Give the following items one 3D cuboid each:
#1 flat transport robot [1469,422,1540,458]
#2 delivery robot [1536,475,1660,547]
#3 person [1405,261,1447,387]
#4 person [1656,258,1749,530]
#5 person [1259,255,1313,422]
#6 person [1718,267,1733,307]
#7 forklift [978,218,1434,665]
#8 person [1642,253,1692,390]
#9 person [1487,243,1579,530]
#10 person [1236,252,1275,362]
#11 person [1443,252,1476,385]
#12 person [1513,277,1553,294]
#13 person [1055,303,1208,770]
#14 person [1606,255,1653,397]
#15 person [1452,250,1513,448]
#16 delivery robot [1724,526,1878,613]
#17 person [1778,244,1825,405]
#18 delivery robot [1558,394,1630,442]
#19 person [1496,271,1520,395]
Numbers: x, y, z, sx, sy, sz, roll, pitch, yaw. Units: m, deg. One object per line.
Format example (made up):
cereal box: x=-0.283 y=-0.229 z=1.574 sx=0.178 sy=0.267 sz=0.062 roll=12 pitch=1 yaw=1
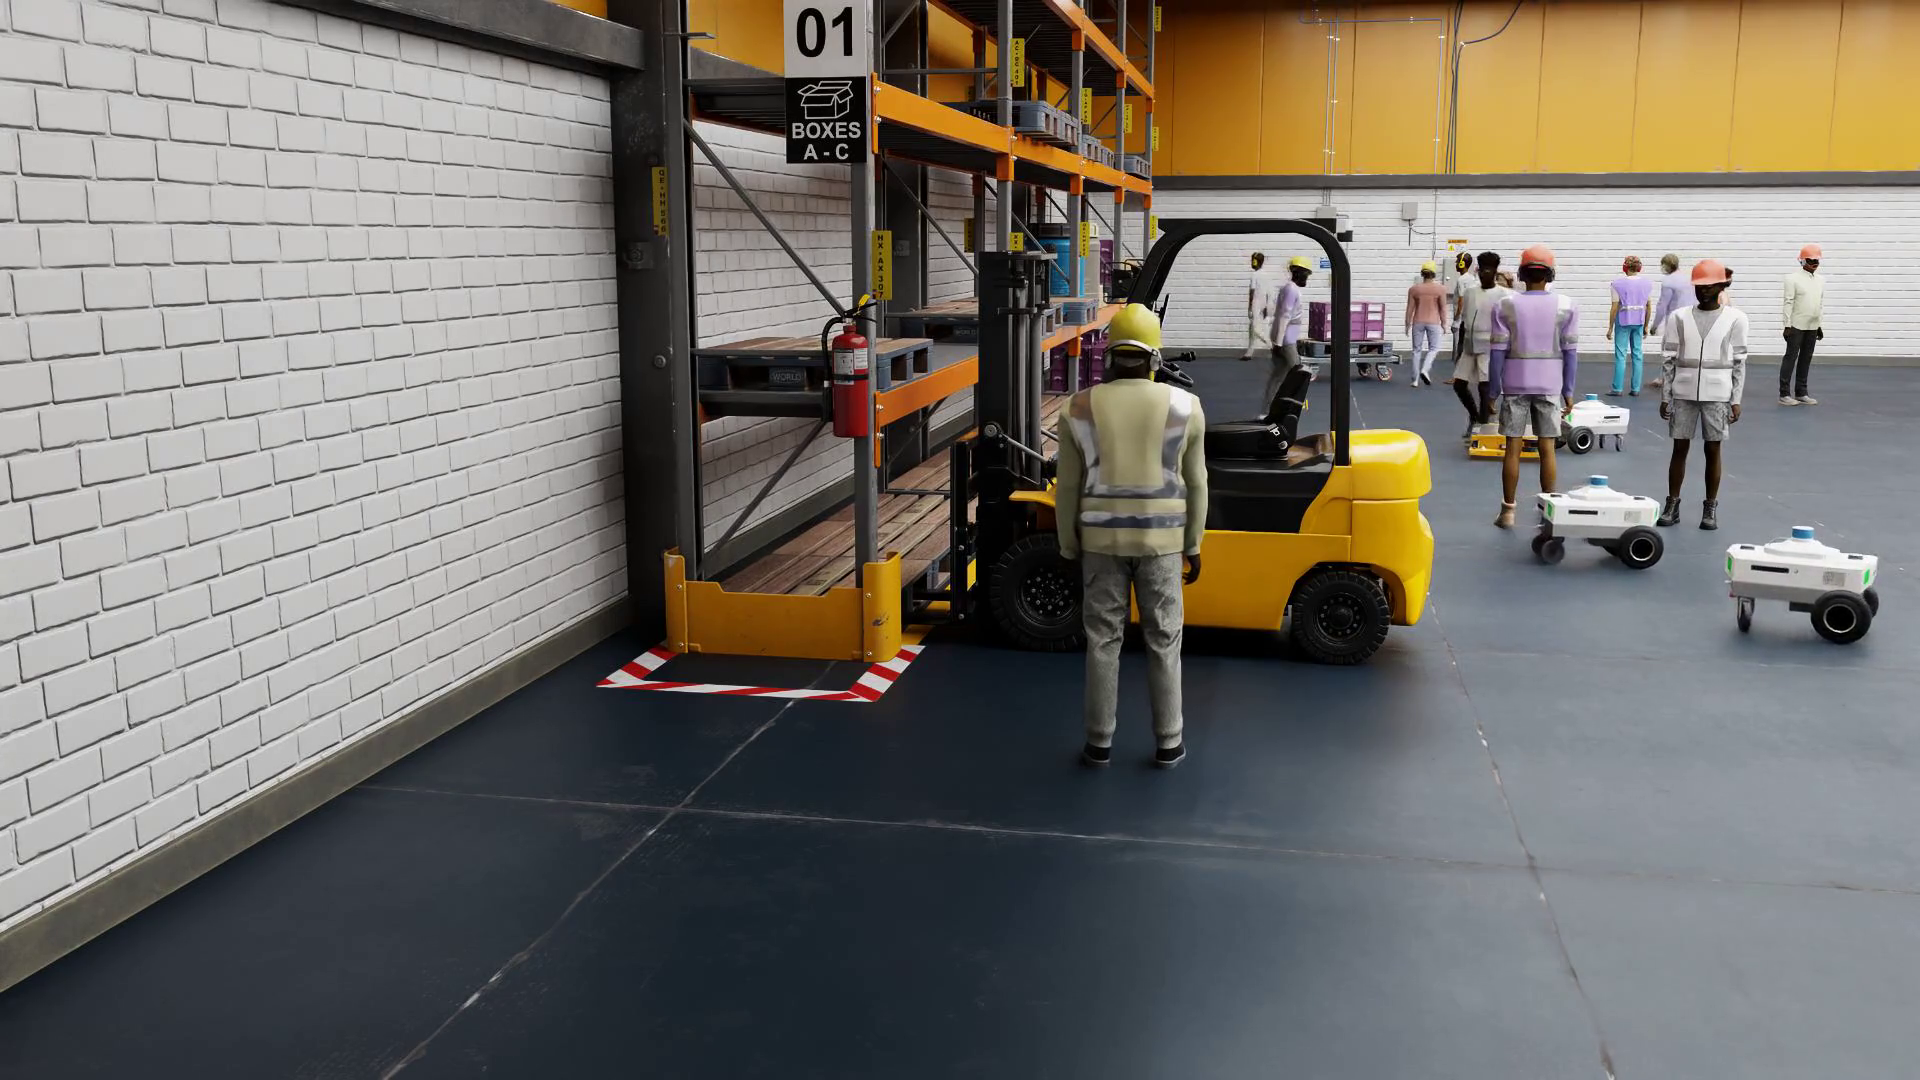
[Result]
flat transport robot: x=5.321 y=-0.979 z=16.168 sx=0.652 sy=0.197 sz=1.431 roll=4 pitch=11 yaw=19
delivery robot: x=4.084 y=-0.171 z=10.680 sx=0.707 sy=0.478 sz=0.477 roll=1 pitch=11 yaw=7
person: x=6.465 y=-2.990 z=23.116 sx=0.594 sy=1.754 sz=0.451 roll=5 pitch=11 yaw=25
person: x=5.311 y=-1.039 z=11.926 sx=0.553 sy=1.935 sz=0.362 roll=7 pitch=12 yaw=32
person: x=3.662 y=-2.247 z=18.693 sx=0.602 sy=1.880 sz=0.601 roll=0 pitch=10 yaw=3
person: x=10.144 y=-2.823 z=22.375 sx=0.359 sy=1.703 sz=0.597 roll=9 pitch=13 yaw=39
forklift: x=1.285 y=-0.567 z=8.635 sx=2.313 sy=2.155 sz=1.214 roll=2 pitch=11 yaw=11
person: x=9.606 y=-2.896 z=22.301 sx=0.641 sy=1.874 sz=0.855 roll=-10 pitch=14 yaw=-43
person: x=4.081 y=-1.088 z=11.897 sx=0.605 sy=2.045 sz=0.379 roll=3 pitch=11 yaw=14
person: x=5.021 y=-3.888 z=27.808 sx=0.806 sy=1.849 sz=0.519 roll=8 pitch=13 yaw=39
person: x=7.106 y=-3.128 z=23.594 sx=0.328 sy=1.861 sz=0.514 roll=7 pitch=12 yaw=33
person: x=8.102 y=-3.083 z=23.483 sx=0.699 sy=1.819 sz=0.430 roll=-3 pitch=11 yaw=-15
person: x=0.671 y=-0.003 z=6.530 sx=0.588 sy=1.835 sz=0.404 roll=1 pitch=10 yaw=7
person: x=8.764 y=-2.792 z=21.783 sx=0.566 sy=1.847 sz=0.390 roll=-1 pitch=10 yaw=-6
person: x=5.190 y=-1.902 z=16.602 sx=0.474 sy=1.954 sz=0.659 roll=-7 pitch=13 yaw=-34
delivery robot: x=4.458 y=0.169 z=8.838 sx=0.707 sy=0.478 sz=0.477 roll=7 pitch=12 yaw=32
person: x=10.512 y=-2.673 z=20.722 sx=0.622 sy=1.993 sz=0.384 roll=-4 pitch=11 yaw=-21
delivery robot: x=6.164 y=-1.184 z=16.256 sx=0.707 sy=0.478 sz=0.477 roll=-3 pitch=11 yaw=-14
person: x=7.219 y=-2.757 z=22.162 sx=0.308 sy=1.640 sz=0.511 roll=-9 pitch=14 yaw=-40
